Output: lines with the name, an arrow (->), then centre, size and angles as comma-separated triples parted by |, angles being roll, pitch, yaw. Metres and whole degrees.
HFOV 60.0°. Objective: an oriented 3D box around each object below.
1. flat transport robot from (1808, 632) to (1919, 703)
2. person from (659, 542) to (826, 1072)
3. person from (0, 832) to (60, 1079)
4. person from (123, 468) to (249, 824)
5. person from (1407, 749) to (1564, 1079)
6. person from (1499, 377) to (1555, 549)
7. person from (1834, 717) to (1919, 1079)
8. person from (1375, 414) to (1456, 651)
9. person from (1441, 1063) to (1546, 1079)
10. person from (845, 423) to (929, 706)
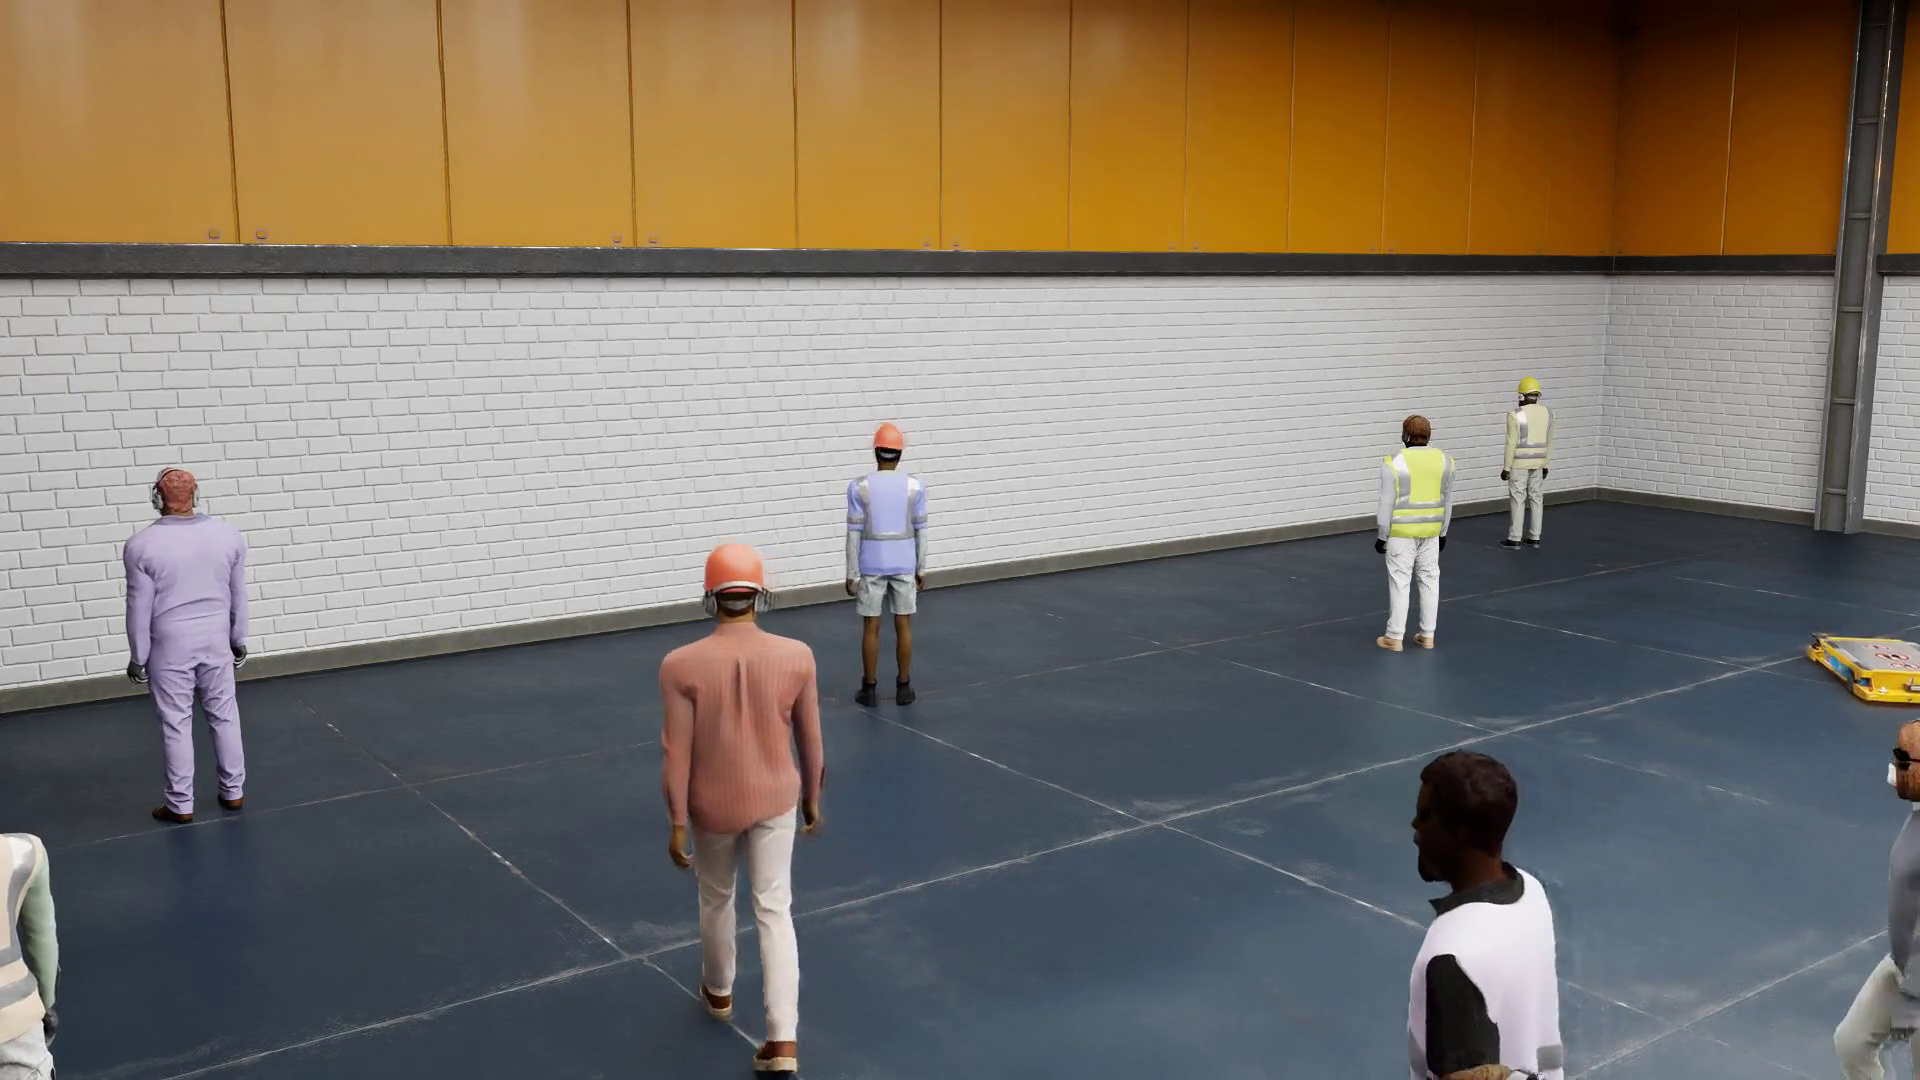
flat transport robot -> 6.596, 0.905, 11.849 | 0.652, 0.197, 1.431 | 2, 9, 12
person -> -0.796, 0.979, 6.246 | 0.637, 1.951, 1.009 | -3, 10, -17
person -> -2.771, 1.389, 4.645 | 0.314, 1.642, 0.515 | 8, 12, 40
person -> -4.160, 0.561, 8.945 | 0.407, 1.904, 0.655 | 8, 12, 40
person -> 1.245, 1.405, 3.862 | 0.991, 1.874, 0.606 | 6, 11, 34
person -> 5.995, -0.814, 17.643 | 0.600, 1.831, 0.404 | -4, 10, -21
person -> 2.841, 1.325, 5.084 | 0.556, 1.613, 0.523 | 3, 10, 20
person -> 3.513, -0.055, 12.937 | 0.625, 1.844, 0.429 | -2, 10, -14
person -> 0.726, 1.644, 2.498 | 0.404, 1.829, 0.532 | 8, 12, 41
person -> -0.499, 0.176, 11.258 | 0.581, 1.924, 0.401 | -2, 9, -10
